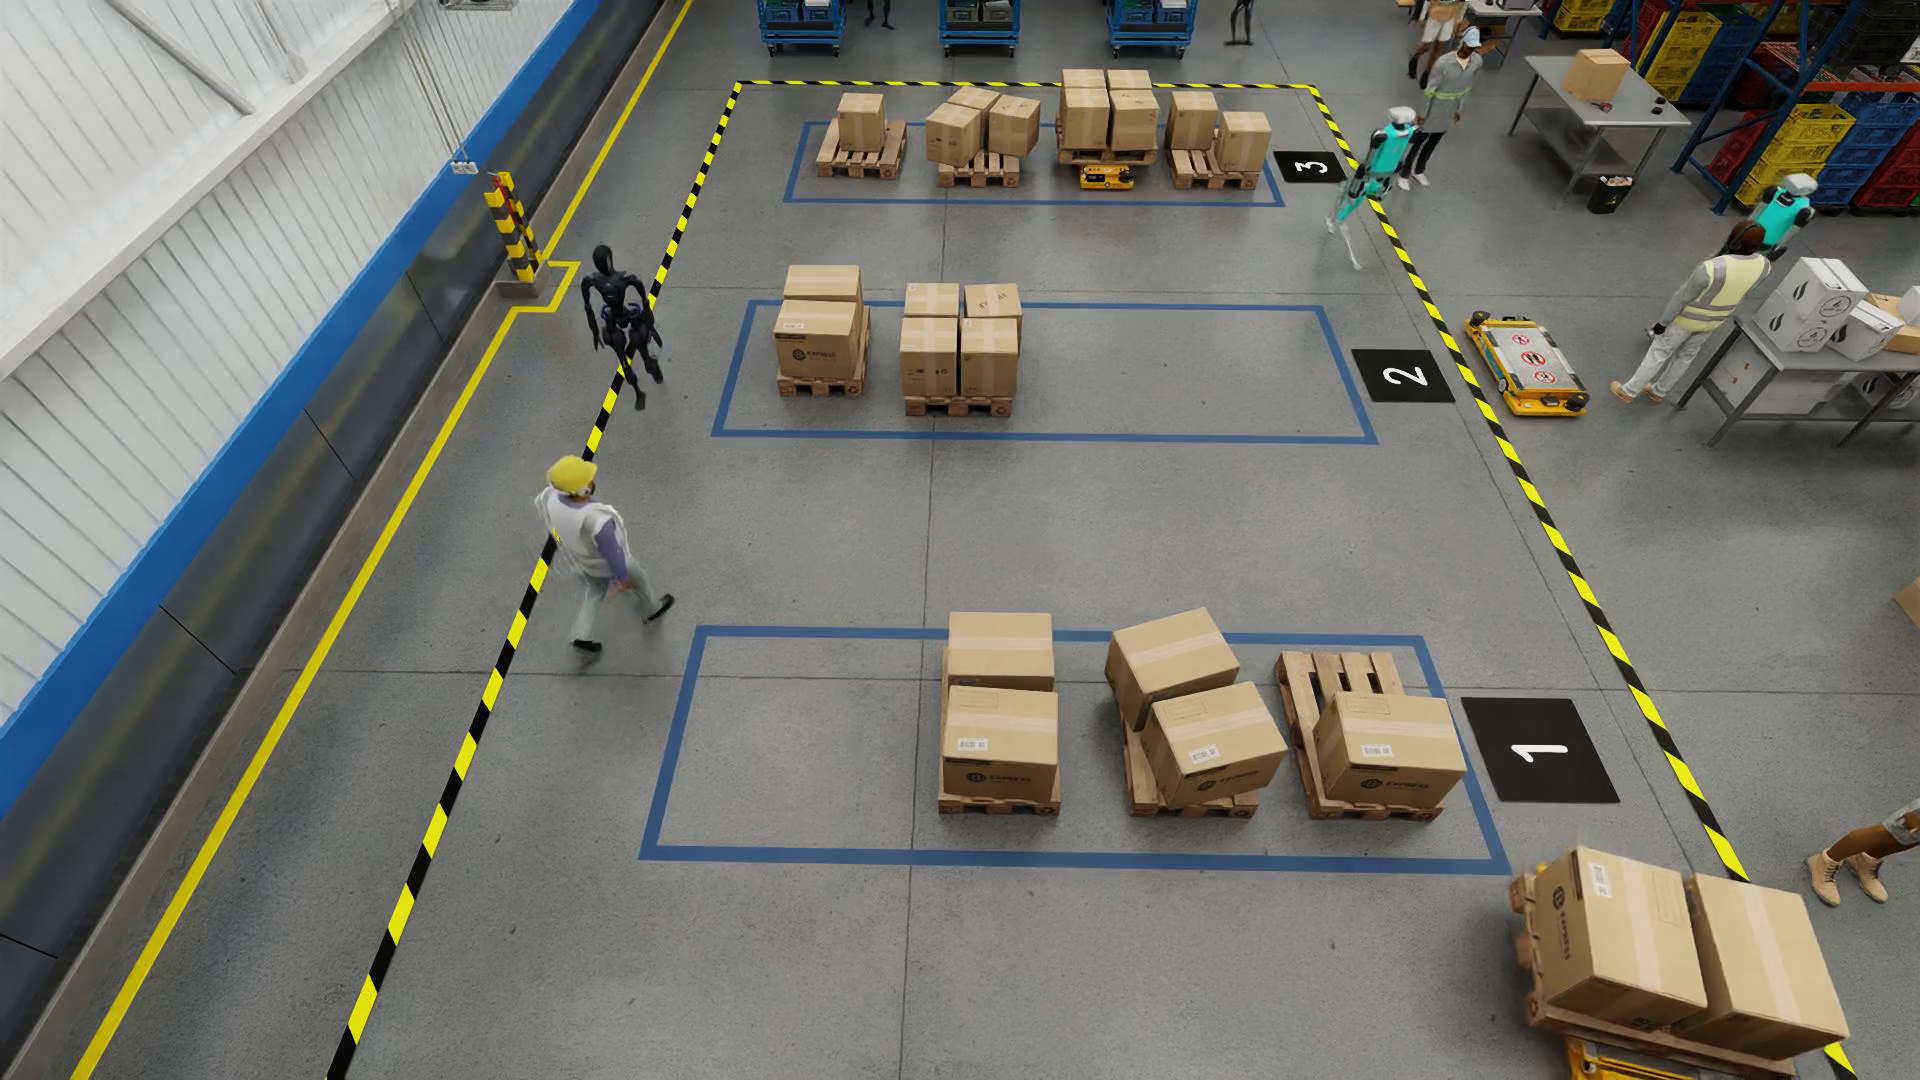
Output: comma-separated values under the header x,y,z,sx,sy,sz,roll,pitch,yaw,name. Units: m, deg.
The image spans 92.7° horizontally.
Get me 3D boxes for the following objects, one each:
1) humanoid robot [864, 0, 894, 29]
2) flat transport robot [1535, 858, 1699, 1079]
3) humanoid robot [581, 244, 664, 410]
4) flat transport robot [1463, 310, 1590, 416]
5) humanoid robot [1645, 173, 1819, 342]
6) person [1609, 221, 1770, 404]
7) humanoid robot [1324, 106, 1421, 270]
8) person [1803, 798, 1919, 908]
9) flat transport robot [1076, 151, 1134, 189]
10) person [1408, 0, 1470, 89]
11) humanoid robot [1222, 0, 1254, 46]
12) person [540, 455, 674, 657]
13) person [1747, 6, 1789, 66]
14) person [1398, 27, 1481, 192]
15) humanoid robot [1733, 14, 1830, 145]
x,y,z,sx,sy,sz,roll,pitch,yaw,name
-1.254,-8.897,14.308,0.616,1.644,0.482,-3,49,-3,humanoid robot
3.805,2.600,5.264,0.652,0.197,1.431,10,50,9,flat transport robot
-3.046,-1.962,8.302,0.616,1.636,0.492,-7,49,-6,humanoid robot
5.573,-1.757,9.054,0.659,0.231,1.431,1,49,1,flat transport robot
7.311,-2.651,8.885,1.007,1.778,0.530,-5,49,-5,humanoid robot
6.564,-1.990,8.223,0.622,1.837,0.429,-3,49,-3,person
4.366,-3.958,10.042,0.530,1.775,1.067,-13,50,-11,humanoid robot
5.611,1.502,5.061,0.604,2.044,0.377,-1,49,-1,person
1.845,-4.982,11.827,0.652,0.197,1.431,1,49,1,flat transport robot
6.734,-7.317,12.774,0.577,1.913,0.491,0,49,0,person
4.382,-8.363,13.845,0.467,1.634,0.609,21,52,17,humanoid robot
-2.553,0.136,6.396,0.583,1.809,0.789,21,52,17,person
11.969,-7.755,13.197,0.439,1.858,0.525,6,49,5,person
5.716,-5.124,10.939,0.606,1.863,0.488,-11,50,-9,person
10.471,-5.807,11.632,0.358,1.644,0.584,7,49,6,humanoid robot
